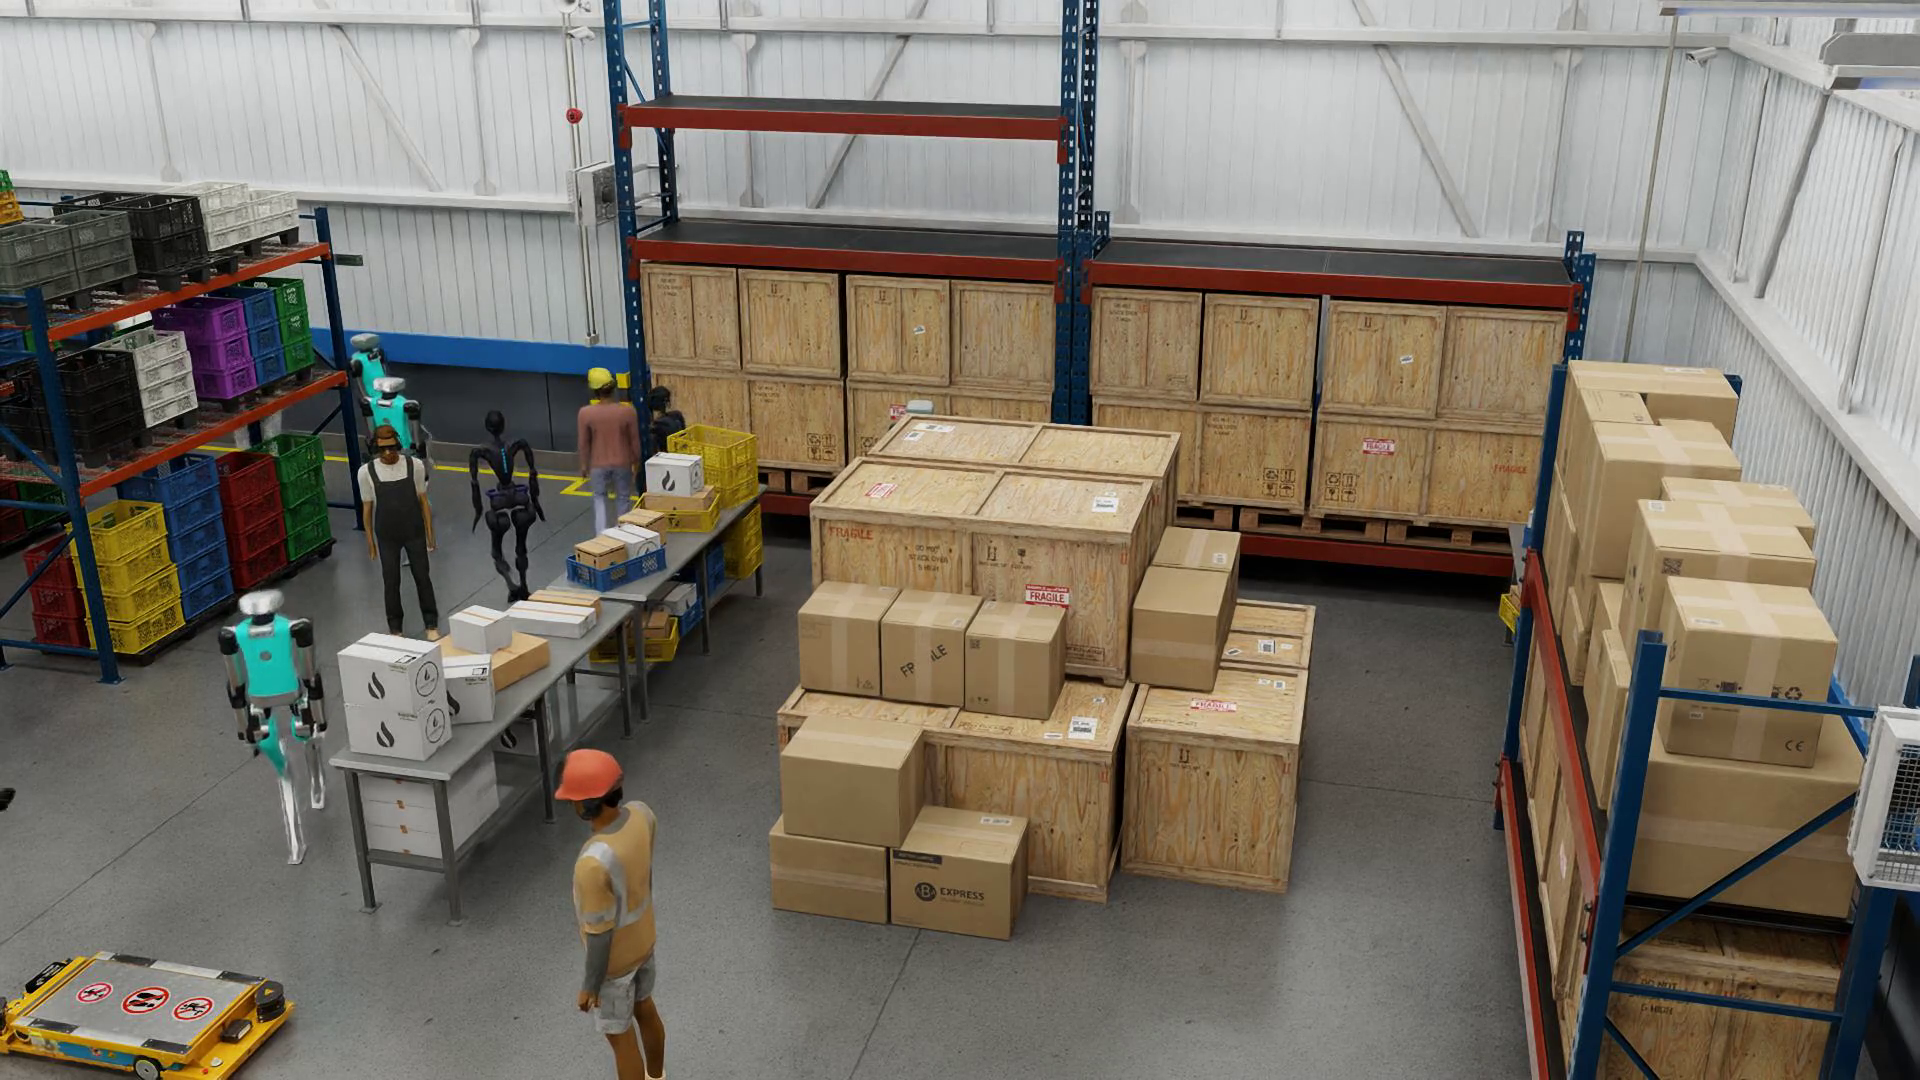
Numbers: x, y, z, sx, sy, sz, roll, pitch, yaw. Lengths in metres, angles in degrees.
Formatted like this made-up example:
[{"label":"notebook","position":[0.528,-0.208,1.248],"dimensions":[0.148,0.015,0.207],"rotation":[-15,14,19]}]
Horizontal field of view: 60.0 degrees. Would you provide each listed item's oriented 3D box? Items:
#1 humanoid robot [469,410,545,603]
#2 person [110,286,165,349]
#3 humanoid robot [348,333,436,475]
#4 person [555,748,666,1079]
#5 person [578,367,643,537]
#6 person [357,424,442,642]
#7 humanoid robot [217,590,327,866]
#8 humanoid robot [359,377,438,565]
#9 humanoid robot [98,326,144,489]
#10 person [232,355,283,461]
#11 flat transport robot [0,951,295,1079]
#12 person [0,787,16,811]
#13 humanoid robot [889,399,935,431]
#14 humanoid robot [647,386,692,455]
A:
[{"label":"humanoid robot","position":[-3.721,-0.260,13.742],"dimensions":[0.603,1.638,0.458],"rotation":[-11,24,-26]},{"label":"person","position":[-8.894,-2.030,18.165],"dimensions":[0.562,1.836,0.390],"rotation":[-3,21,-8]},{"label":"humanoid robot","position":[-5.296,-1.021,15.786],"dimensions":[0.790,1.882,0.530],"rotation":[3,21,9]},{"label":"person","position":[-1.601,1.874,7.667],"dimensions":[0.384,2.040,0.605],"rotation":[5,21,13]},{"label":"person","position":[-3.094,-0.680,14.755],"dimensions":[0.546,1.756,0.450],"rotation":[-2,21,-5]},{"label":"person","position":[-4.360,-0.031,12.942],"dimensions":[0.501,1.836,0.332],"rotation":[-9,23,-23]},{"label":"humanoid robot","position":[-4.181,1.031,10.333],"dimensions":[0.532,1.772,0.986],"rotation":[-5,22,-14]},{"label":"humanoid robot","position":[-4.835,-0.593,14.691],"dimensions":[0.544,1.891,0.784],"rotation":[3,21,8]},{"label":"humanoid robot","position":[-8.318,-1.325,16.539],"dimensions":[0.339,1.659,0.588],"rotation":[5,21,12]},{"label":"person","position":[-6.929,-1.314,16.322],"dimensions":[0.673,1.811,0.651],"rotation":[15,26,34]},{"label":"flat transport robot","position":[-4.270,2.464,8.601],"dimensions":[1.431,0.231,0.659],"rotation":[5,22,13]},{"label":"person","position":[-6.567,0.971,10.278],"dimensions":[1.019,1.849,0.618],"rotation":[-8,22,-20]},{"label":"humanoid robot","position":[-0.303,-0.254,13.464],"dimensions":[0.533,1.677,0.735],"rotation":[-1,21,-2]},{"label":"humanoid robot","position":[-2.515,-0.554,14.554],"dimensions":[0.585,1.641,0.609],"rotation":[8,22,21]}]
